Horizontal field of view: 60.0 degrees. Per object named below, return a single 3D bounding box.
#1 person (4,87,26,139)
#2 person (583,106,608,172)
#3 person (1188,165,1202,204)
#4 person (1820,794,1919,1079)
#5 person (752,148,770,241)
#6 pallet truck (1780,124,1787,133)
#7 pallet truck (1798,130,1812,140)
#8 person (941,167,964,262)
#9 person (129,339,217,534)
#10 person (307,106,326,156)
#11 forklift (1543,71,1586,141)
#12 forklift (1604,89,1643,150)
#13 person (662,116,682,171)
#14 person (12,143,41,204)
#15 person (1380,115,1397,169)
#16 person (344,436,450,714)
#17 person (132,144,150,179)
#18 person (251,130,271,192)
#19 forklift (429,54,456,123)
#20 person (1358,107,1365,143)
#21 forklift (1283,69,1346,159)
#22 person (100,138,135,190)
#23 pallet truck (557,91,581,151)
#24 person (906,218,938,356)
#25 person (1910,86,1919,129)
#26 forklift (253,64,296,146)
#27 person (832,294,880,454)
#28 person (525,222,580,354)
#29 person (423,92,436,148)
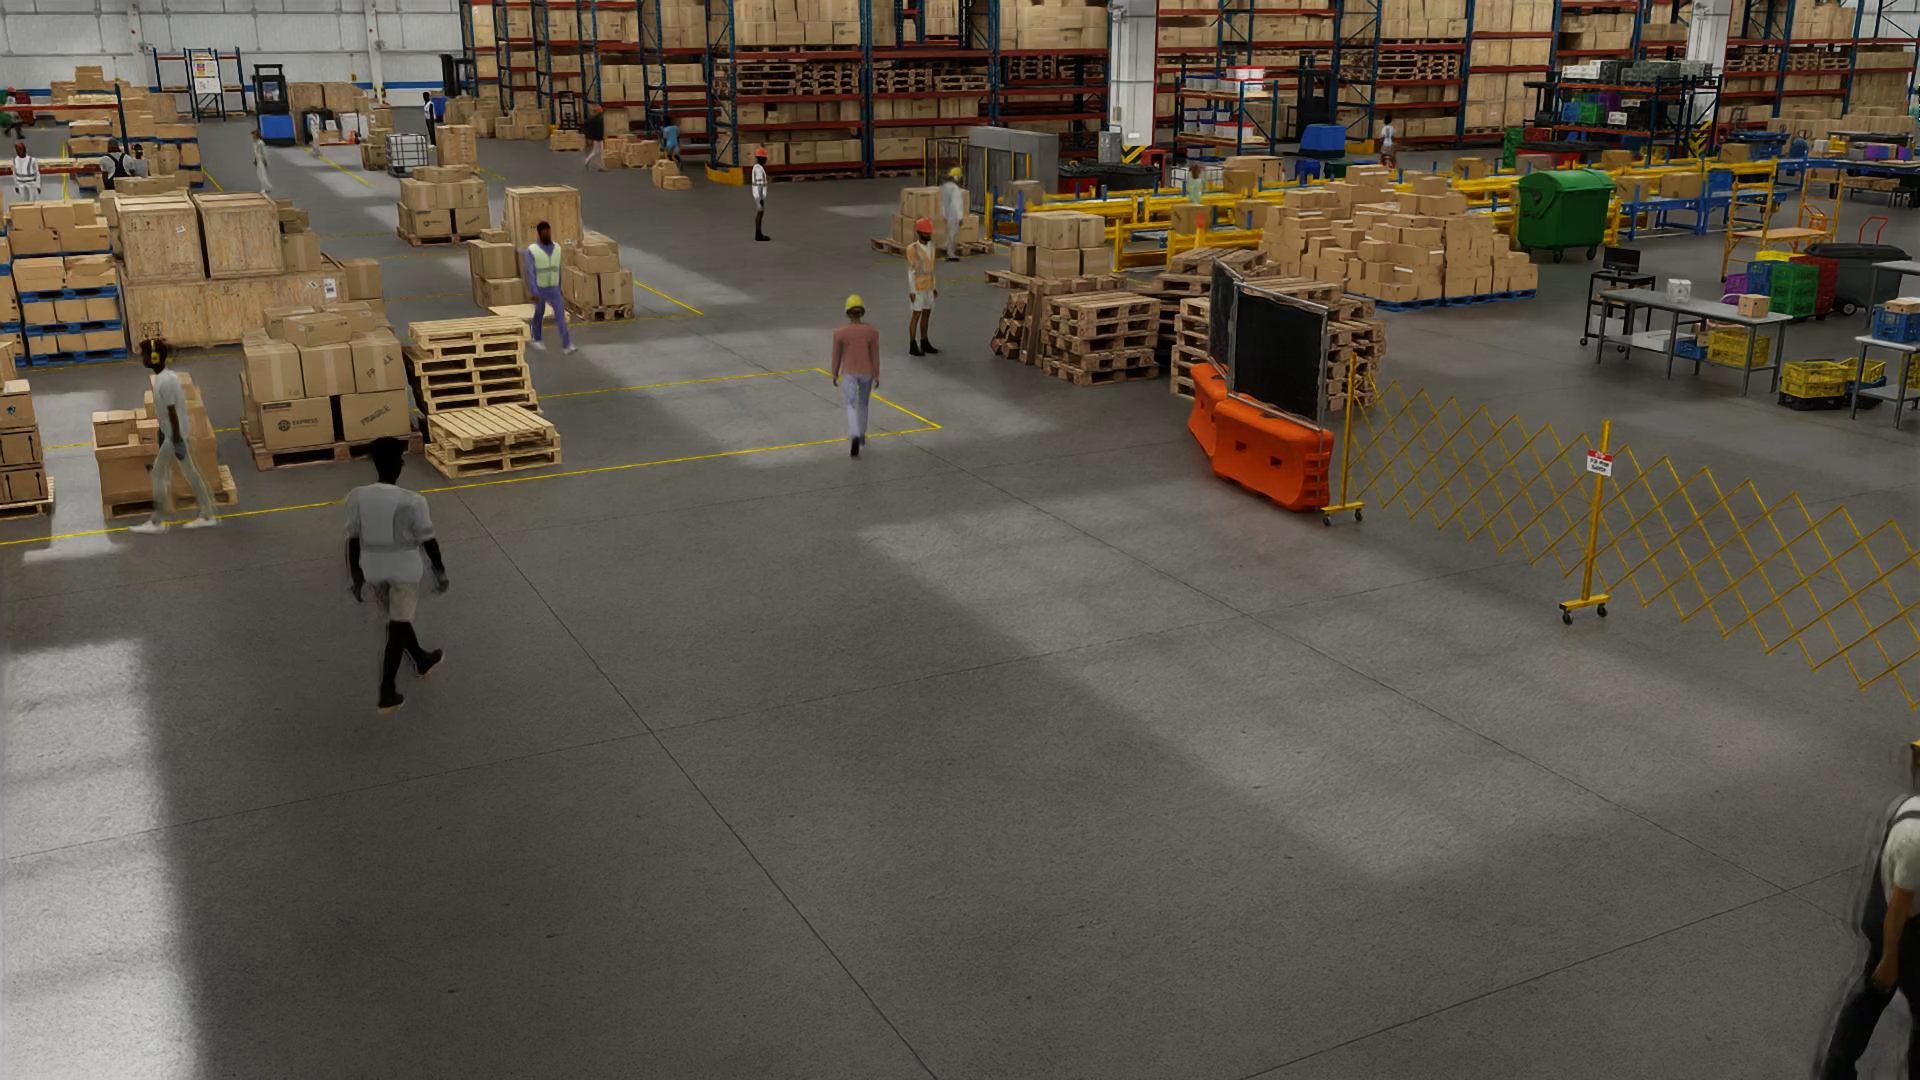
[{"bbox_3d":[-35.321,-15.904,61.977,0.554,1.923,0.571,15,23,40],"label":"person"},{"bbox_3d":[-10.911,-11.991,49.748,0.685,1.940,0.661,6,19,17],"label":"person"},{"bbox_3d":[4.799,-7.000,34.684,0.645,1.607,0.529,-8,19,-24],"label":"person"},{"bbox_3d":[4.195,1.739,7.120,0.785,1.818,0.549,10,20,29],"label":"person"},{"bbox_3d":[-4.185,-7.285,35.066,0.376,1.934,0.550,-3,18,-9],"label":"person"},{"bbox_3d":[25.206,-12.542,52.601,1.601,1.201,0.680,0,18,-2],"label":"pallet truck"},{"bbox_3d":[25.526,-11.556,49.408,1.630,1.274,0.653,-9,20,-26],"label":"pallet truck"},{"bbox_3d":[-0.125,-6.279,32.130,0.425,1.815,0.611,-7,19,-20],"label":"person"},{"bbox_3d":[-7.461,-0.958,15.503,0.860,1.835,0.547,-6,19,-17],"label":"person"},{"bbox_3d":[-21.330,-13.572,55.213,0.799,1.602,0.514,6,19,17],"label":"person"},{"bbox_3d":[18.685,-13.231,52.085,1.873,2.768,1.129,-9,20,-26],"label":"forklift"},{"bbox_3d":[22.118,-14.516,56.088,1.873,2.768,1.129,-9,20,-26],"label":"forklift"},{"bbox_3d":[-8.501,-11.669,49.149,0.585,1.669,0.501,-15,23,-38],"label":"person"},{"bbox_3d":[-20.759,-7.885,37.018,0.572,1.886,0.358,1,18,4],"label":"person"},{"bbox_3d":[12.721,-11.767,49.445,0.491,1.684,0.540,15,23,40],"label":"person"},{"bbox_3d":[-3.968,0.207,11.747,0.625,1.913,1.002,4,18,14],"label":"person"},{"bbox_3d":[-18.107,-7.827,36.867,0.319,1.871,0.542,11,21,30],"label":"person"},{"bbox_3d":[-18.623,-10.070,44.263,0.384,1.624,0.521,-12,21,-33],"label":"person"},{"bbox_3d":[-21.750,-19.219,70.751,1.873,2.768,1.129,-9,20,-26],"label":"forklift"},{"bbox_3d":[14.279,-15.034,59.257,0.660,1.912,0.565,-8,19,-23],"label":"person"},{"bbox_3d":[11.615,-13.871,54.079,1.129,2.768,1.873,-9,20,-27],"label":"forklift"},{"bbox_3d":[-18.437,-7.775,36.427,0.686,2.000,0.538,-16,24,-41],"label":"person"},{"bbox_3d":[-13.495,-14.412,57.188,0.823,1.965,1.885,-3,18,-9],"label":"pallet truck"},{"bbox_3d":[-0.504,-3.578,23.508,0.373,1.934,0.552,14,22,37],"label":"person"},{"bbox_3d":[38.312,-17.288,66.563,0.652,1.749,0.526,-7,19,-22],"label":"person"},{"bbox_3d":[-24.393,-15.459,59.030,1.129,2.768,1.873,-9,20,-26],"label":"forklift"},{"bbox_3d":[-1.140,-1.835,18.415,0.526,1.736,0.798,-3,18,-10],"label":"person"},{"bbox_3d":[-5.860,-3.581,23.637,1.022,1.859,0.614,16,24,40],"label":"person"},{"bbox_3d":[-18.628,-14.775,58.465,0.396,1.911,0.588,-12,21,-33],"label":"person"}]
